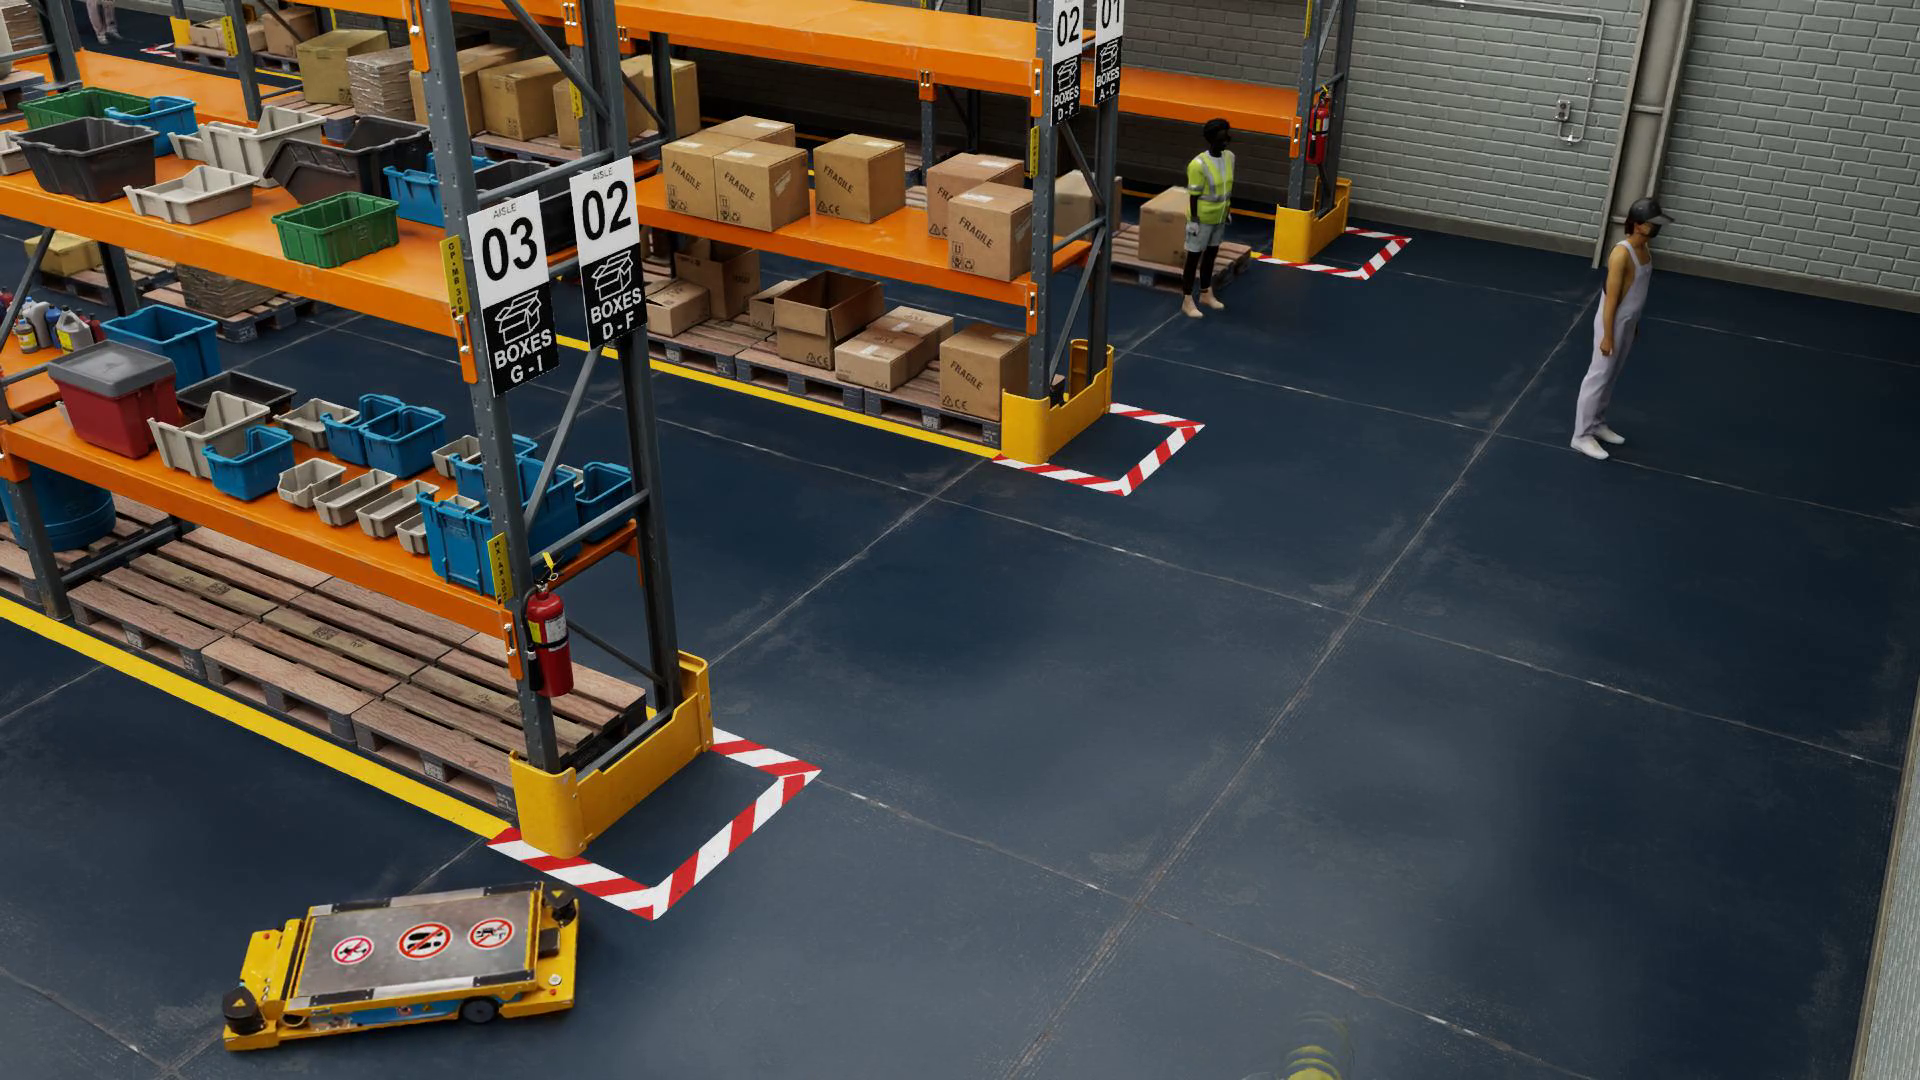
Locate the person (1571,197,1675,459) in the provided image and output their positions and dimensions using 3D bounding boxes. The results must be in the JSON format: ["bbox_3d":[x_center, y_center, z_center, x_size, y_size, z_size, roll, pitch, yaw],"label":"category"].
[{"bbox_3d":[4.657,-1.492,11.674,0.372,1.864,0.519,23,36,35],"label":"person"}]

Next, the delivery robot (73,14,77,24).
[{"bbox_3d":[-13.130,-7.534,23.845,0.754,0.582,0.520,-7,30,-12],"label":"delivery robot"}]

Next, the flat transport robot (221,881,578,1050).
[{"bbox_3d":[-2.421,1.857,7.302,1.431,0.231,0.659,-5,29,-9],"label":"flat transport robot"}]

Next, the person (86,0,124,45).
[{"bbox_3d":[-12.065,-7.777,23.021,0.414,1.800,0.682,19,34,31],"label":"person"}]

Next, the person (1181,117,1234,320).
[{"bbox_3d":[2.105,-2.725,14.054,0.530,1.697,0.321,-24,37,-36],"label":"person"}]
